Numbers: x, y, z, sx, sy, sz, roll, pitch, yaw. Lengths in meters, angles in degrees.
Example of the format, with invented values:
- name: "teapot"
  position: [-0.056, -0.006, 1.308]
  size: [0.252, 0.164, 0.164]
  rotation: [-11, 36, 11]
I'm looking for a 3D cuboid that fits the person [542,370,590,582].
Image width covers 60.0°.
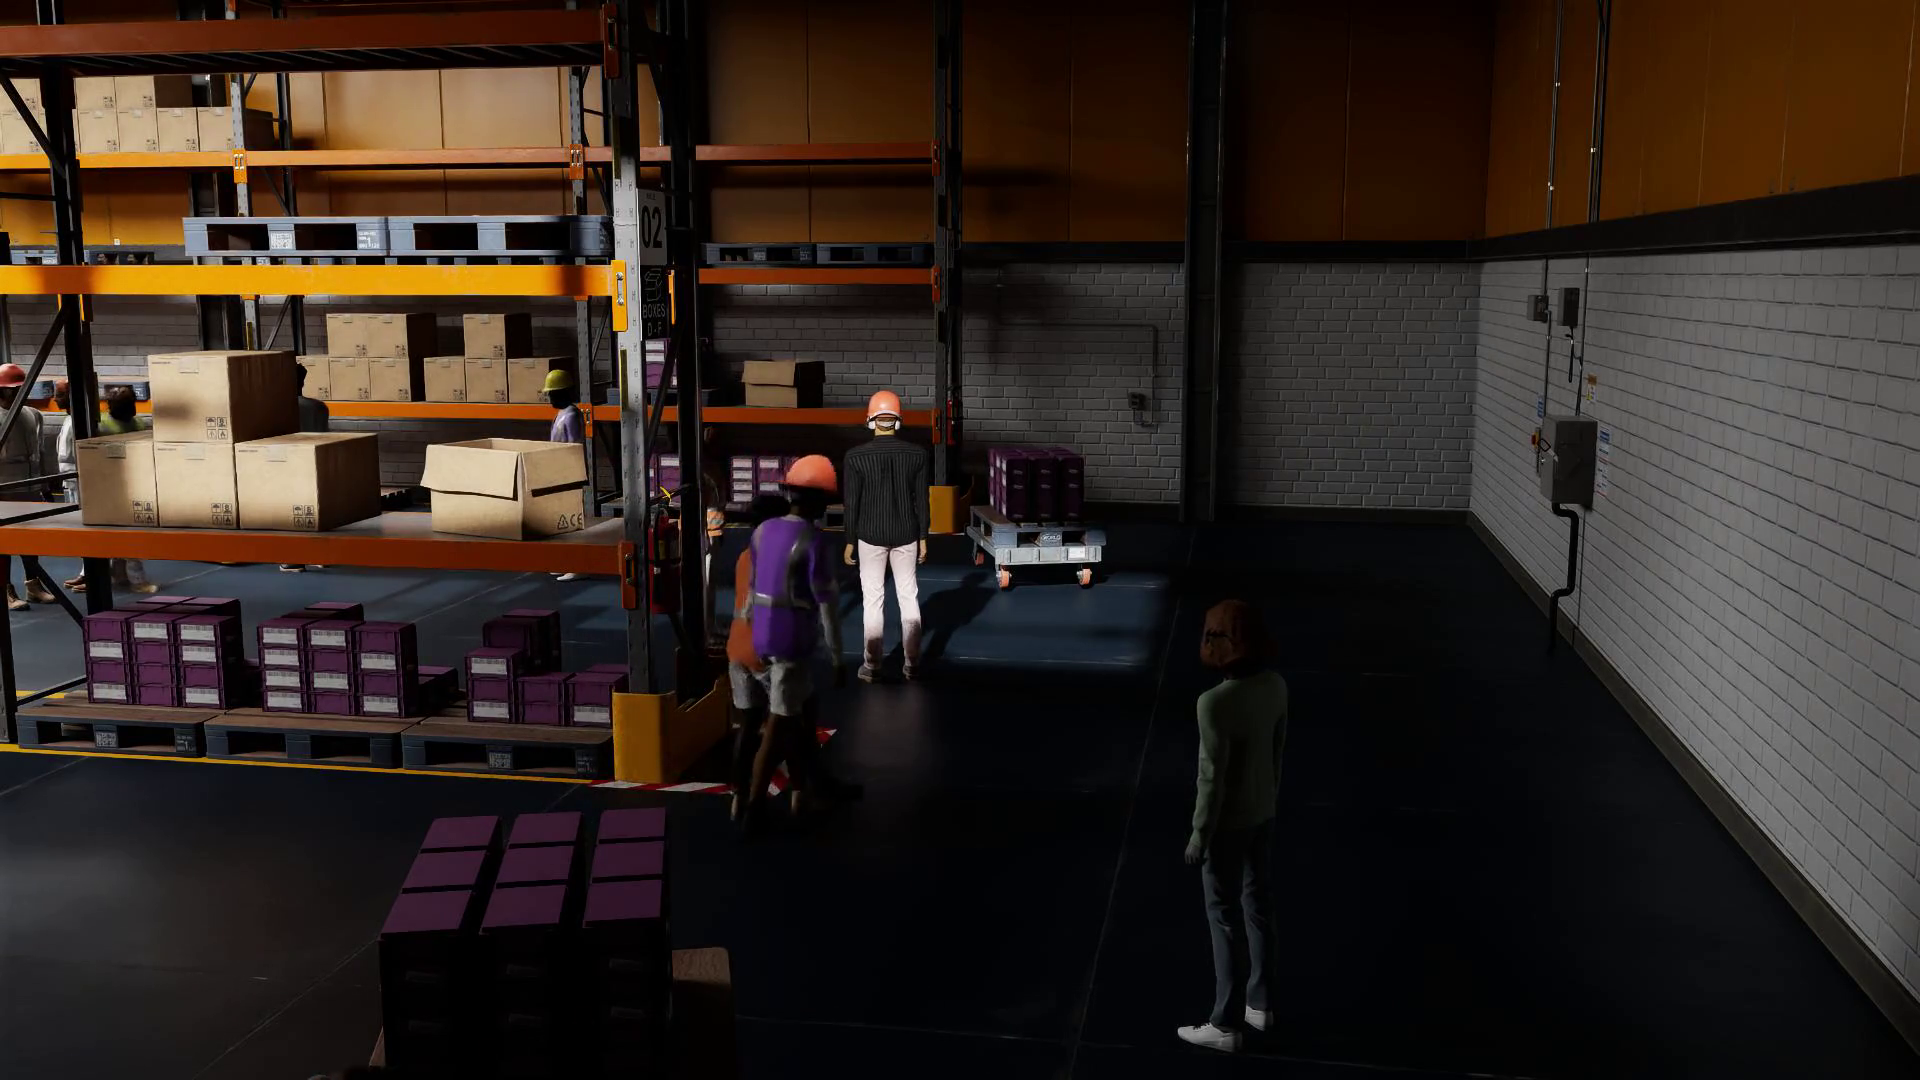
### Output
- name: "person"
  position: [-3.561, -0.582, 15.073]
  size: [0.382, 1.919, 0.584]
  rotation: [-3, 10, -20]

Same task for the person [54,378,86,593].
- name: "person"
  position: [-7.693, -0.480, 14.545]
  size: [0.340, 1.881, 0.585]
  rotation: [-7, 12, -38]

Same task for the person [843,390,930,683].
- name: "person"
  position: [-0.507, -0.021, 11.353]
  size: [0.612, 1.994, 0.394]
  rotation: [-3, 10, -16]

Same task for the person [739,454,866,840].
- name: "person"
  position: [-0.777, 0.519, 8.347]
  size: [0.894, 1.883, 0.582]
  rotation: [-8, 12, -40]

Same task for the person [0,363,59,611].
- name: "person"
  position: [-7.814, -0.441, 13.812]
  size: [0.374, 2.043, 0.612]
  rotation: [3, 10, 19]

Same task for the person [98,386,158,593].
- name: "person"
  position: [-7.361, -0.444, 14.590]
  size: [0.732, 1.813, 0.642]
  rotation: [4, 10, 21]

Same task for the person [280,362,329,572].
- name: "person"
  position: [-6.168, -0.682, 15.546]
  size: [0.361, 1.965, 0.613]
  rotation: [6, 11, 32]

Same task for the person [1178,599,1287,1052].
- name: "person"
  position: [0.991, 1.022, 6.003]
  size: [0.272, 1.631, 0.507]
  rotation: [8, 12, 42]

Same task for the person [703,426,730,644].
- name: "person"
  position: [-1.917, -0.043, 12.590]
  size: [0.307, 1.641, 0.513]
  rotation: [1, 9, 5]

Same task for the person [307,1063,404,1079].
- name: "person"
  position: [-0.722, 1.541, 2.228]
  size: [0.607, 1.813, 0.639]
  rotation: [-5, 11, -29]

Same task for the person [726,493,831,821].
- name: "person"
  position: [-0.965, 0.594, 8.556]
  size: [0.634, 1.653, 0.558]
  rotation: [-6, 11, -32]
